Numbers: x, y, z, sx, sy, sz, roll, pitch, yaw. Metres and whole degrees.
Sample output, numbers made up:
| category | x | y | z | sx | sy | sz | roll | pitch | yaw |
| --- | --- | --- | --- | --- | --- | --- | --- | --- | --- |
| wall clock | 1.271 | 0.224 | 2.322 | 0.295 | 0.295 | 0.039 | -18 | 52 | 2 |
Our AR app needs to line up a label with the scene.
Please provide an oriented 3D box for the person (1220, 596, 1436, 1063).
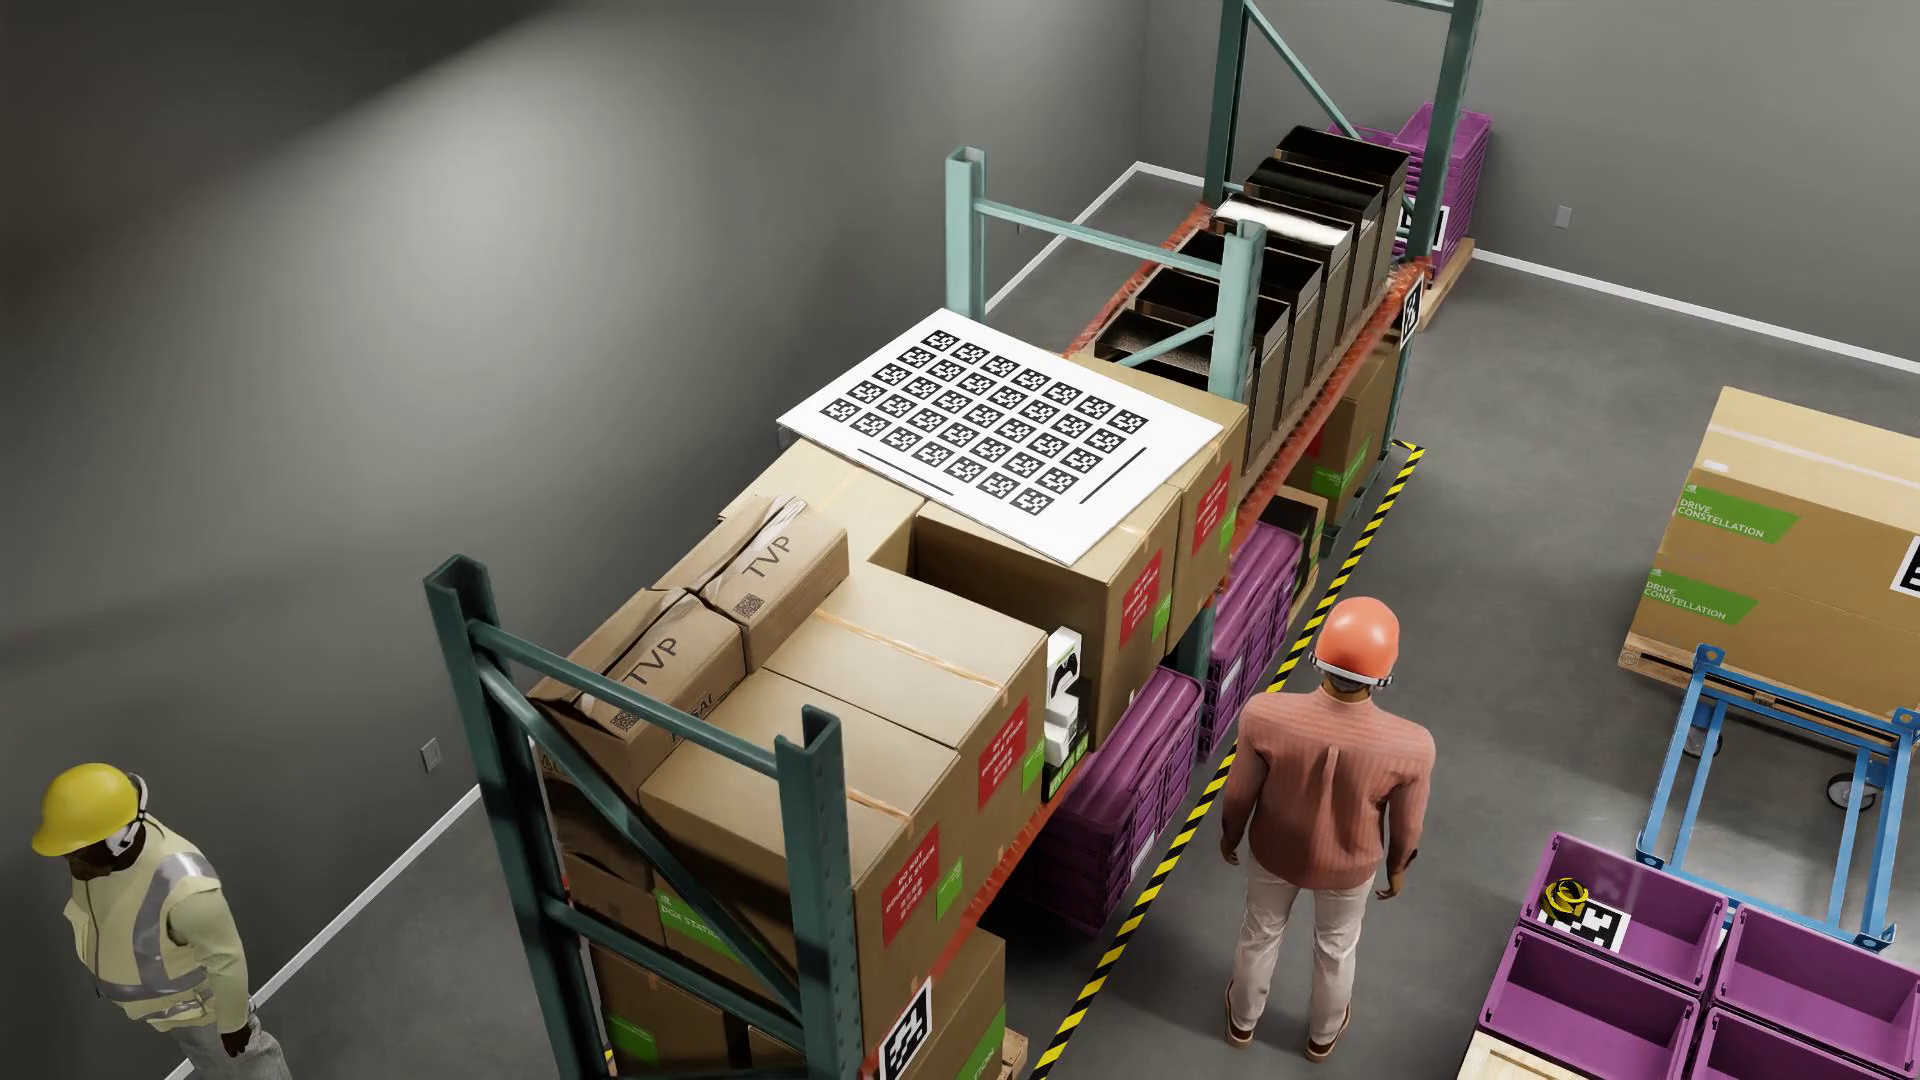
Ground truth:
| category | x | y | z | sx | sy | sz | roll | pitch | yaw |
| --- | --- | --- | --- | --- | --- | --- | --- | --- | --- |
| person | 1.155 | 0.972 | 5.396 | 0.622 | 1.992 | 0.397 | 10 | 41 | 12 |

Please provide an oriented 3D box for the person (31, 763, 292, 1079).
| category | x | y | z | sx | sy | sz | roll | pitch | yaw |
| --- | --- | --- | --- | --- | --- | --- | --- | --- | --- |
| person | -2.397 | 1.336 | 5.086 | 0.590 | 1.833 | 0.403 | 22 | 45 | 24 |
